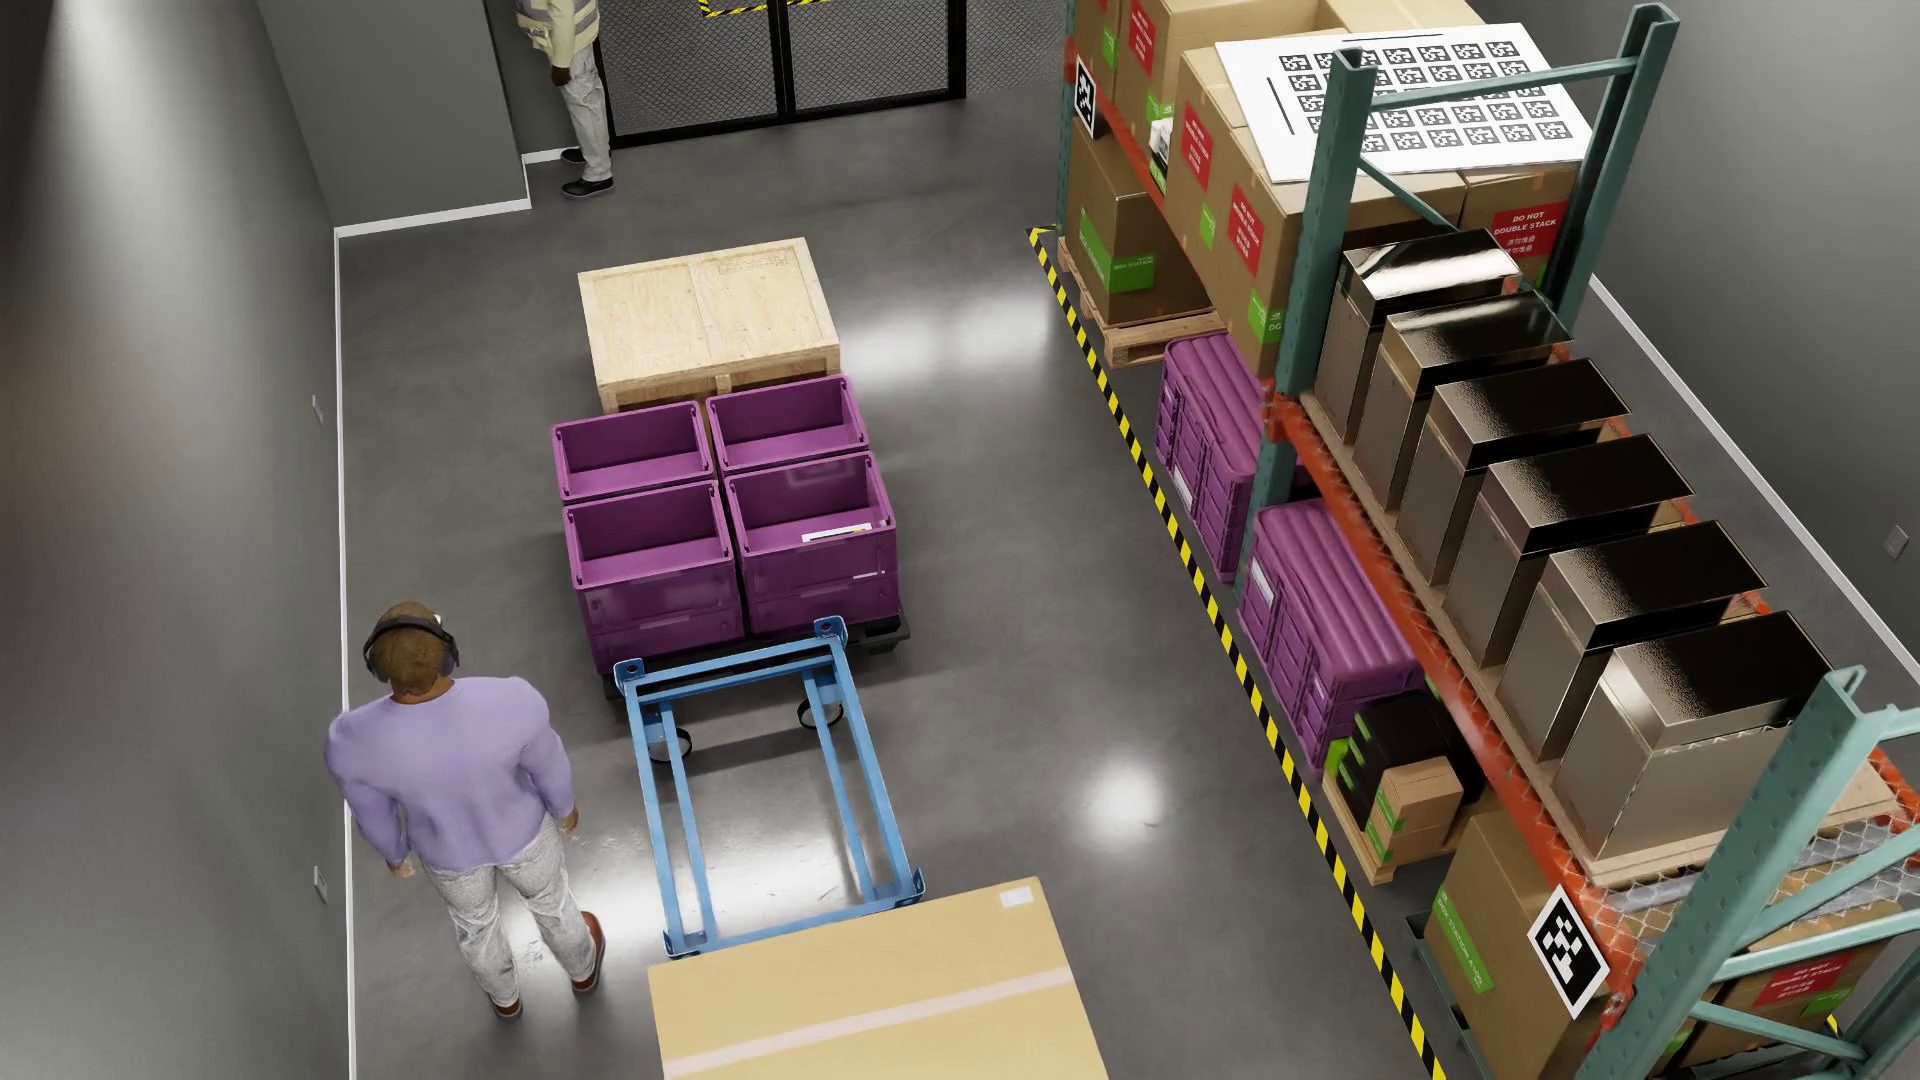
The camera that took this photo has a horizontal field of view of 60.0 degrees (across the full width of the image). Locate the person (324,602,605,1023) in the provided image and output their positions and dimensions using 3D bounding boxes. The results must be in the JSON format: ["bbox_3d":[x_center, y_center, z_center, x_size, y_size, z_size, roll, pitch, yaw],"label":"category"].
[{"bbox_3d":[-1.472,0.874,5.083,0.627,1.940,0.375,-12,49,-11],"label":"person"}]

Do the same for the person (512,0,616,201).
[{"bbox_3d":[-1.995,-2.554,8.302,0.404,1.834,0.591,-4,48,-4],"label":"person"}]
